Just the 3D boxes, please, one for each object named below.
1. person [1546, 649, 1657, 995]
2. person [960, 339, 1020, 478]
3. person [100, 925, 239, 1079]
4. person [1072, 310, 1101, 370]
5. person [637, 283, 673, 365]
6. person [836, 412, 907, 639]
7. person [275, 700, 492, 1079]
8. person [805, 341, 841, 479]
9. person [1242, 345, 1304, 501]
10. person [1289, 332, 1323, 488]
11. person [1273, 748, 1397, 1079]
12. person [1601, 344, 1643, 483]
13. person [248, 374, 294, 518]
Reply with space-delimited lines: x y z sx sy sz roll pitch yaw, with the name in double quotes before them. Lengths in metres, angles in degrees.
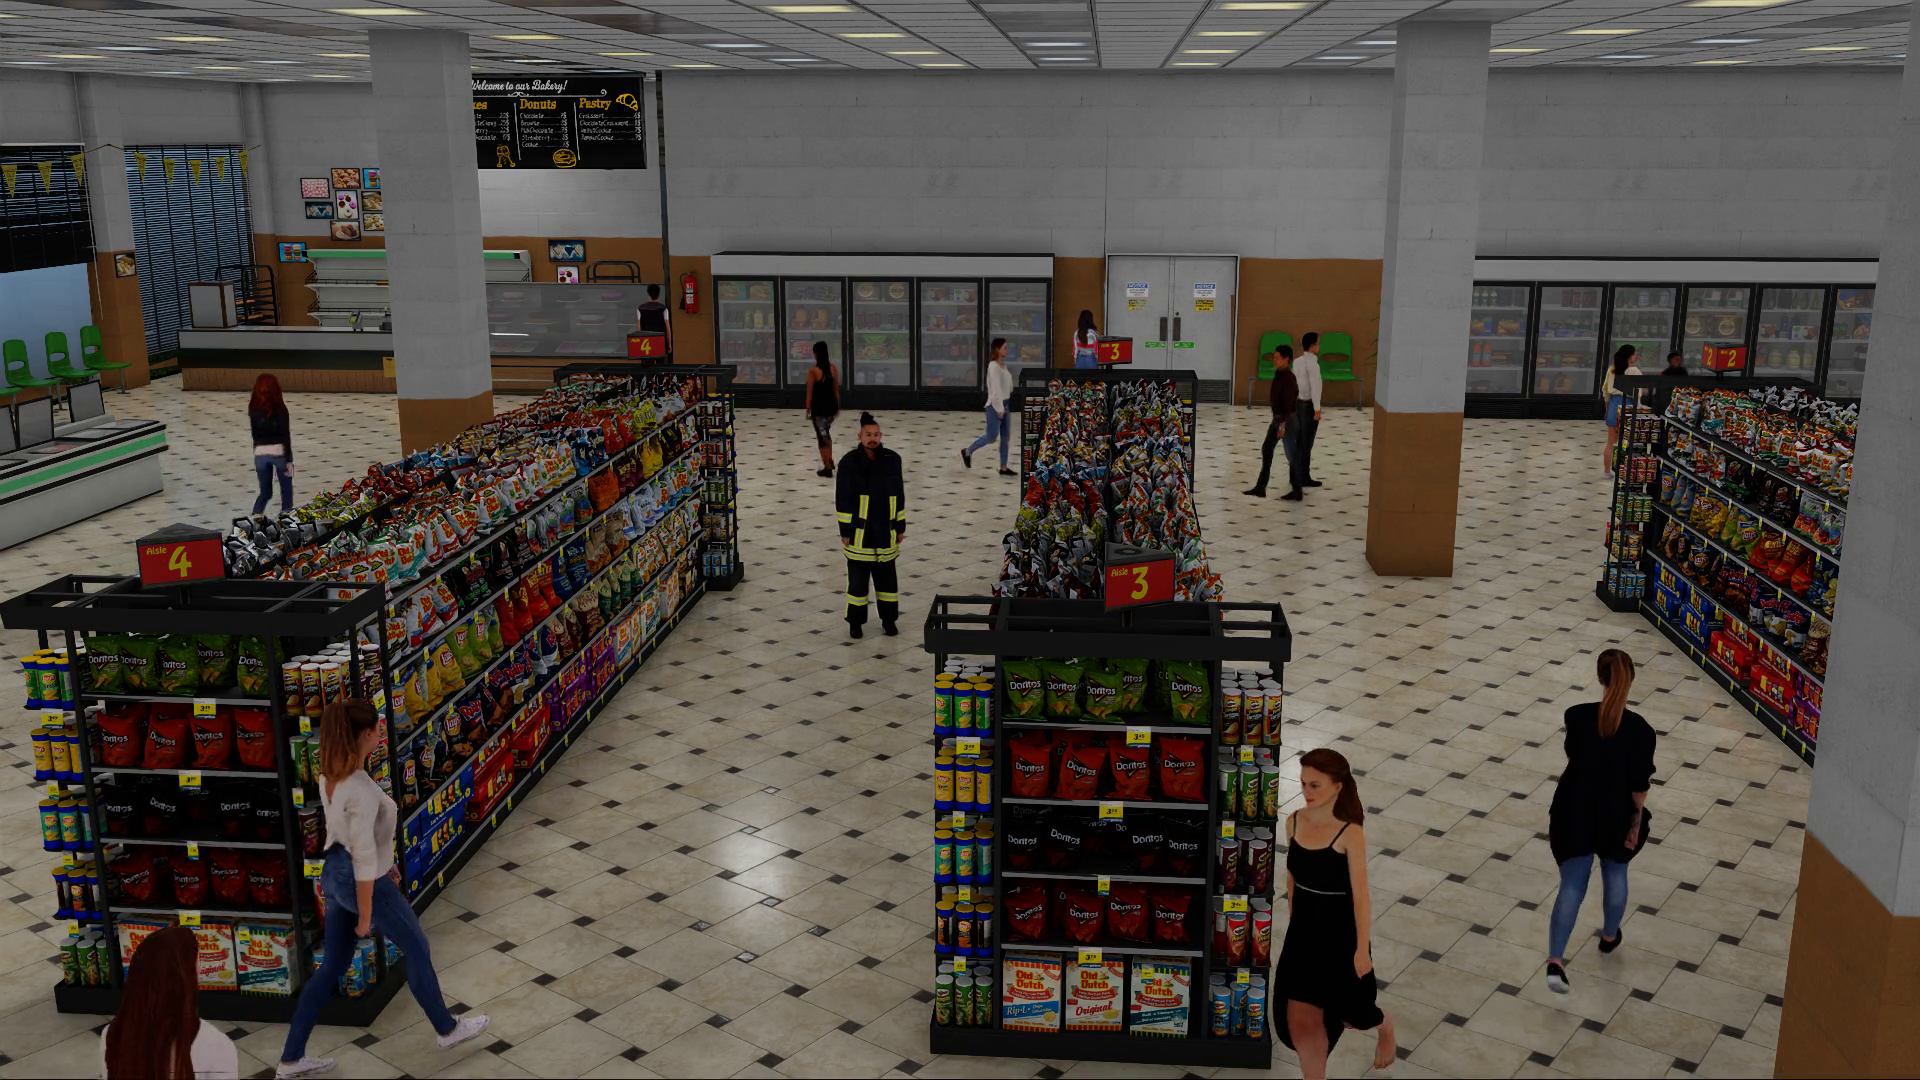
"person" 2.998 1.369 7.915 1.026 1.642 1.253 10 17 35
"person" 0.371 -1.564 19.948 0.846 1.671 0.974 5 14 20
"person" -2.371 2.040 4.983 0.609 1.721 1.120 1 14 3
"person" 1.820 -2.521 24.017 0.652 1.614 0.634 7 15 27
"person" -4.684 -3.001 25.499 0.691 1.848 0.613 -1 14 -4
"person" -0.716 -0.133 13.652 0.841 1.858 0.834 -4 14 -17
"person" -2.664 1.543 7.124 1.162 1.677 1.076 -11 17 -38
"person" -1.588 -1.563 19.985 0.696 1.652 0.762 -12 18 -41
"person" 3.720 -1.295 18.667 0.883 1.751 0.933 -3 14 -10
"person" 4.076 -1.545 19.575 0.794 1.811 0.620 -4 14 -14
"person" 1.581 1.636 6.922 1.041 1.592 0.989 -11 18 -39
"person" 7.899 -1.525 19.872 0.773 1.631 0.696 -9 17 -34
"person" -6.790 -0.728 16.302 0.617 1.766 1.006 2 14 8
